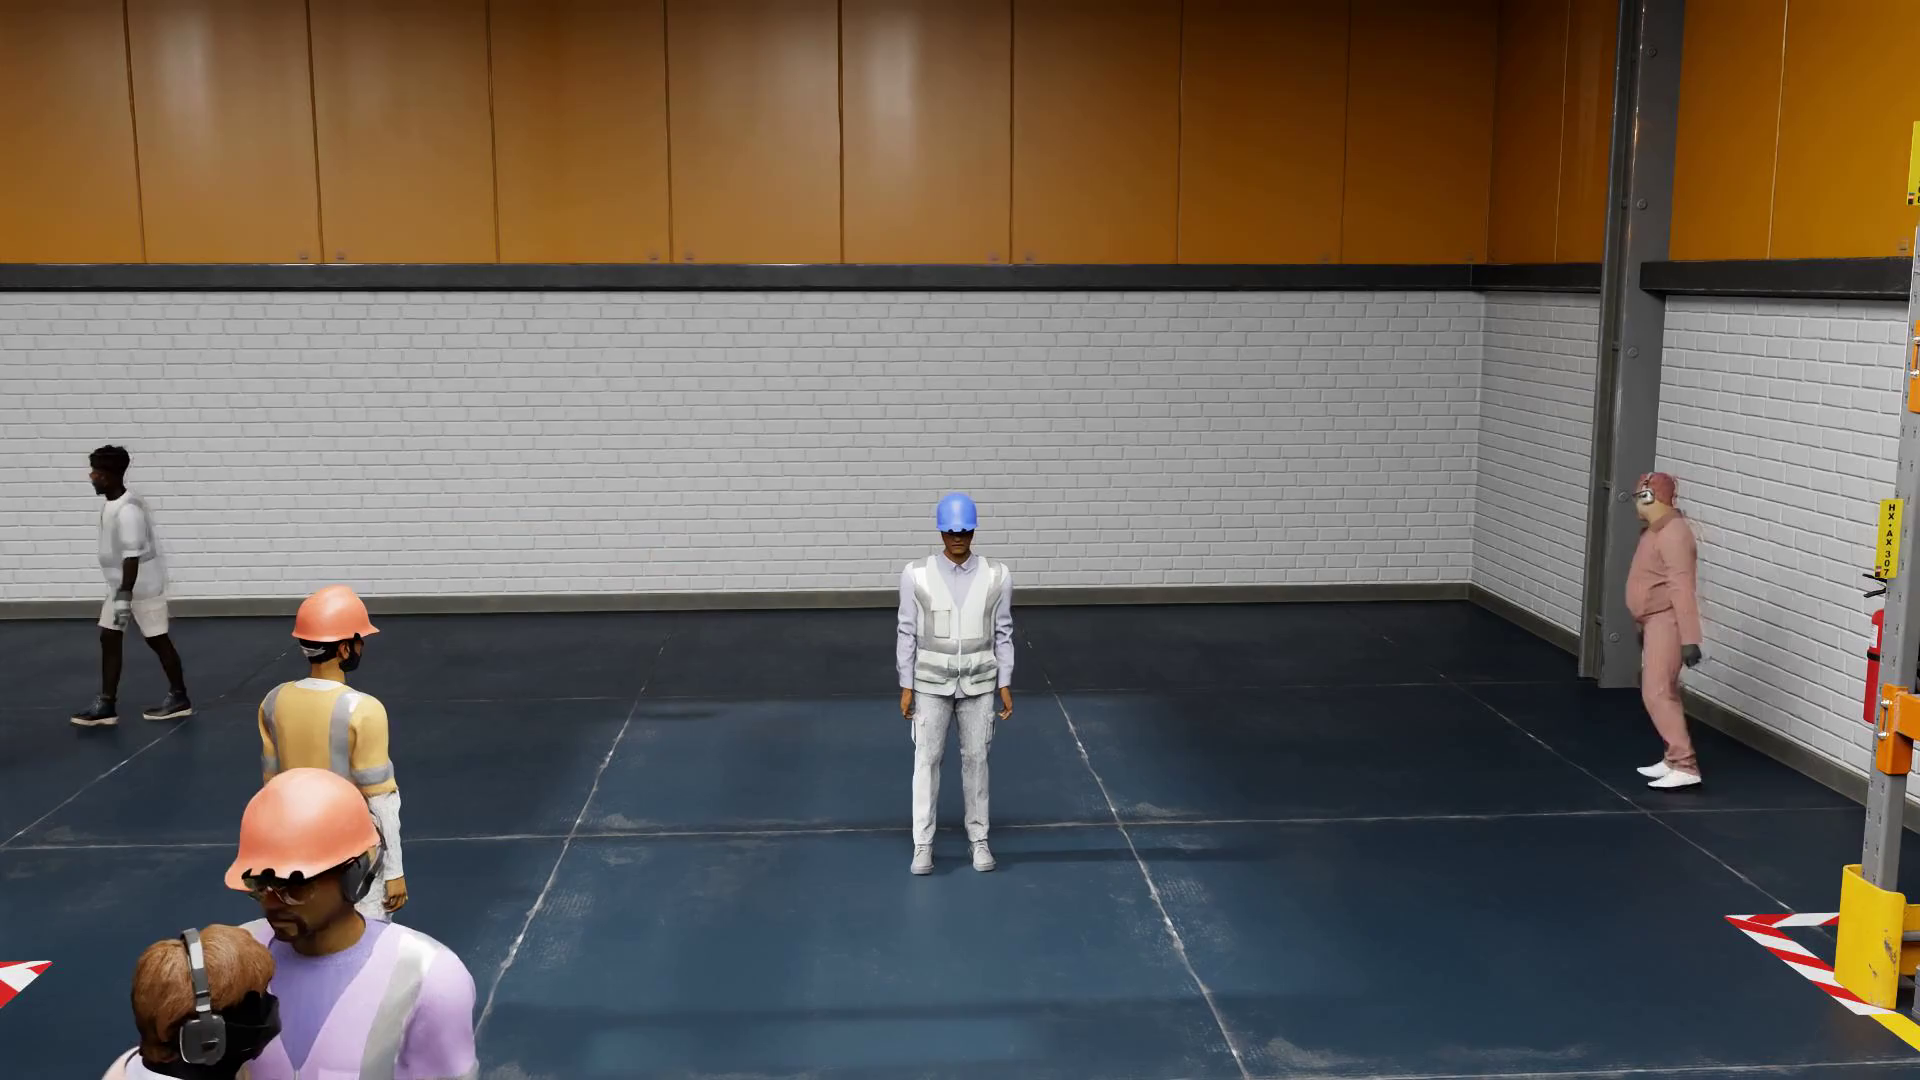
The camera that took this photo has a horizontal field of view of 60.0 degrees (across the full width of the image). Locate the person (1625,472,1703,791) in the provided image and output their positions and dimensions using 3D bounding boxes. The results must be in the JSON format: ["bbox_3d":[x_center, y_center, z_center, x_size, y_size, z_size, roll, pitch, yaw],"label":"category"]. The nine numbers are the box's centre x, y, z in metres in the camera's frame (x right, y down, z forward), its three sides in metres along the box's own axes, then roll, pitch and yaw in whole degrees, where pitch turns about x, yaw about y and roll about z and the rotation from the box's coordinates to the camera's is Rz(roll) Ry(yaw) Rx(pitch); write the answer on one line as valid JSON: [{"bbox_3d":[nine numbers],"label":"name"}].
[{"bbox_3d":[4.205,0.531,9.934,0.465,1.866,0.673,3,10,18],"label":"person"}]

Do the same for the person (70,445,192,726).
[{"bbox_3d":[-5.599,0.314,11.116,0.635,1.916,0.845,9,13,44],"label":"person"}]

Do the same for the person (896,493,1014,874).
[{"bbox_3d":[-0.022,0.725,8.454,0.603,1.949,0.389,-1,9,-8],"label":"person"}]

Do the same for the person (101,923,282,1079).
[{"bbox_3d":[-1.398,1.621,3.164,0.430,1.845,0.624,-7,12,-38],"label":"person"}]

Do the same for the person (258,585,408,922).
[{"bbox_3d":[-2.222,1.121,5.999,0.551,1.936,0.356,4,10,22],"label":"person"}]

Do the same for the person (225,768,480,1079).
[{"bbox_3d":[-1.311,1.466,3.506,0.613,2.040,0.395,2,9,13],"label":"person"}]
